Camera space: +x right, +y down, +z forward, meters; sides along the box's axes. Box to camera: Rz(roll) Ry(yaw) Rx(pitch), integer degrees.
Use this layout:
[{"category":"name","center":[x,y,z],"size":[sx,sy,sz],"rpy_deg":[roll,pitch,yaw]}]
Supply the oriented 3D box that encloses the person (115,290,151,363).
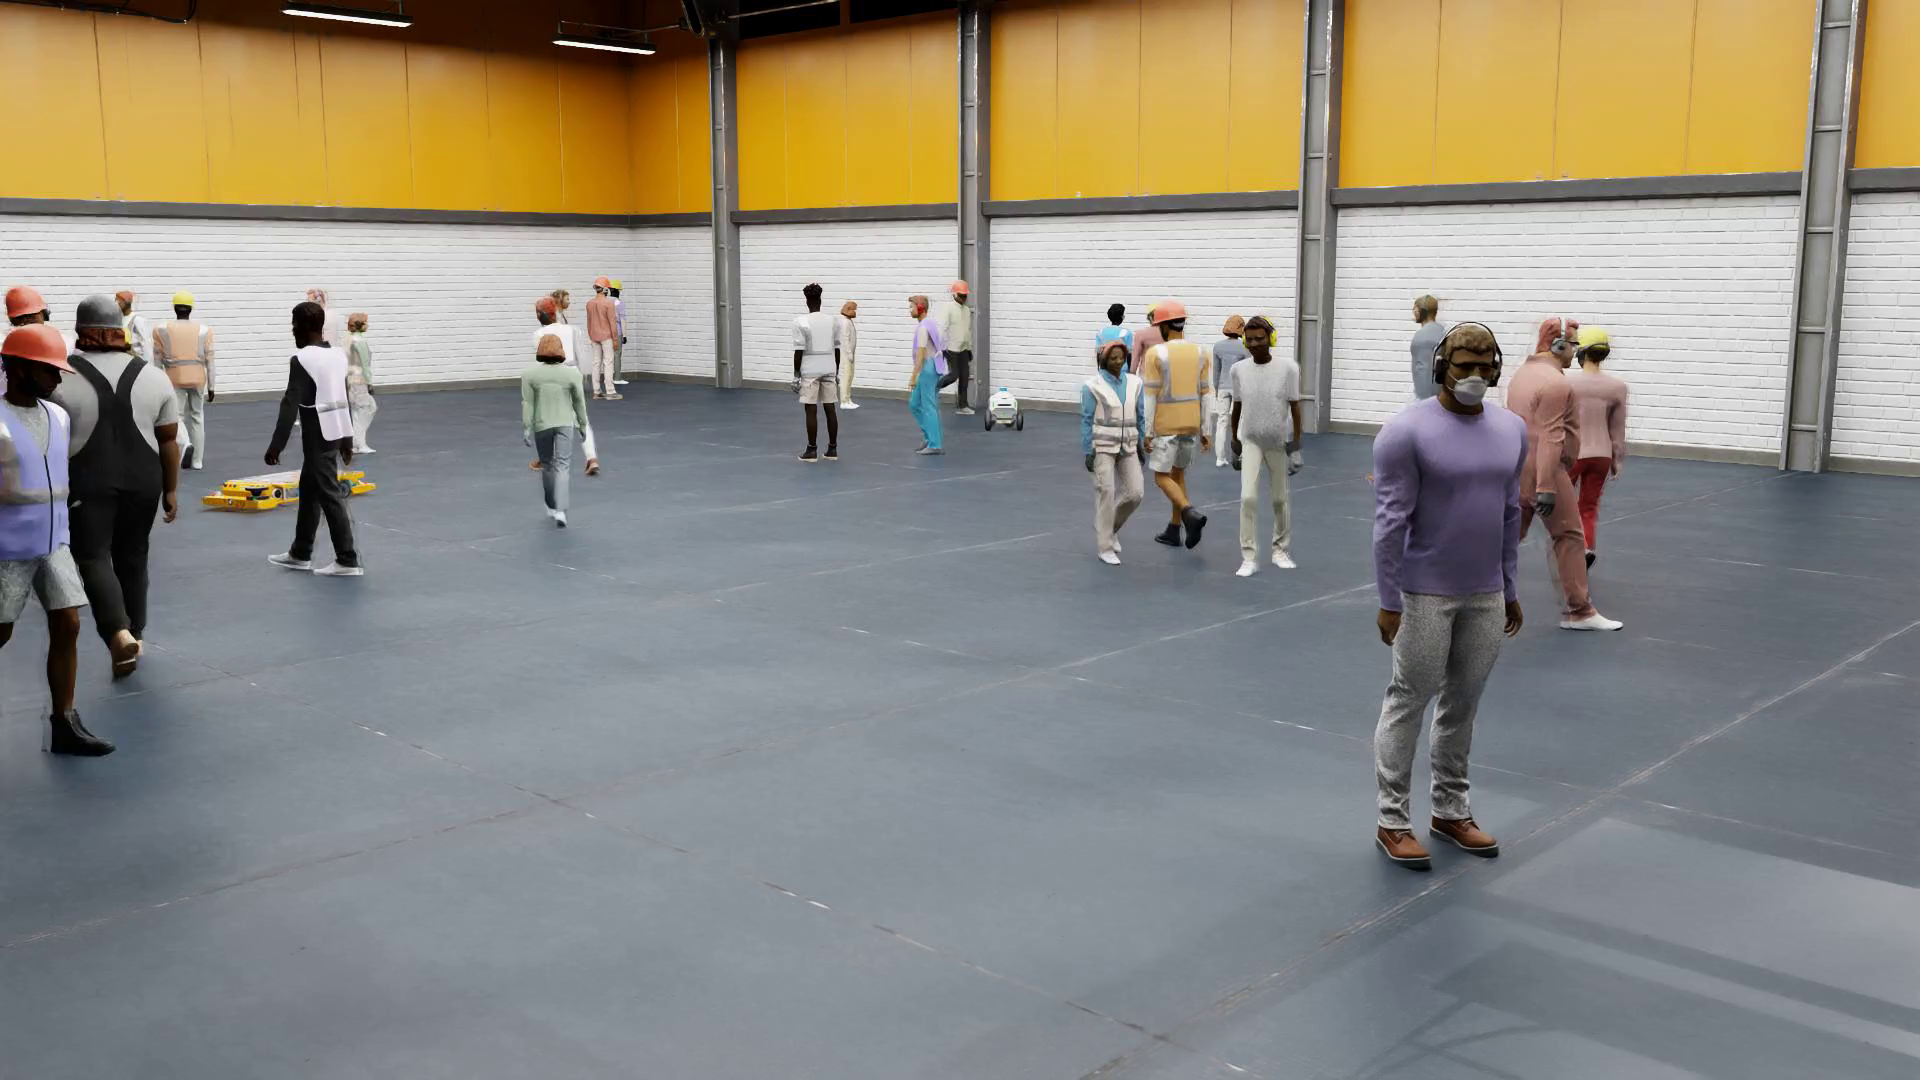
[{"category":"person","center":[-10.841,-2.379,22.017],"size":[0.568,1.850,0.929],"rpy_deg":[9,13,43]}]

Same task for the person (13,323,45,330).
[{"category":"person","center":[-11.646,-2.140,20.588],"size":[0.696,1.823,0.654],"rpy_deg":[-7,12,-37]}]

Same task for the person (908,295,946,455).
[{"category":"person","center":[-0.401,-1.872,18.958],"size":[0.485,1.823,0.604],"rpy_deg":[0,9,0]}]

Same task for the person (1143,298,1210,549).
[{"category":"person","center":[1.655,-0.856,12.481],"size":[0.554,1.907,0.734],"rpy_deg":[-4,10,-24]}]

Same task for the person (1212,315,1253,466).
[{"category":"person","center":[2.925,-1.584,17.773],"size":[0.500,1.633,0.285],"rpy_deg":[8,12,39]}]

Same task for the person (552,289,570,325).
[{"category":"person","center":[-5.613,-2.599,23.366],"size":[0.440,1.834,0.546],"rpy_deg":[-2,10,-14]}]

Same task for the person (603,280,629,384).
[{"category":"person","center":[-6.353,-3.815,30.584],"size":[0.585,1.919,0.388],"rpy_deg":[5,11,28]}]

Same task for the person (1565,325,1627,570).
[{"category":"person","center":[4.149,-0.544,11.014],"size":[0.547,1.750,0.520],"rpy_deg":[-1,9,-5]}]

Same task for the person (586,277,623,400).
[{"category":"person","center":[-5.793,-3.260,27.040],"size":[0.611,1.963,0.377],"rpy_deg":[6,11,31]}]

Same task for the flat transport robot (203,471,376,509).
[{"category":"flat transport robot","center":[-6.099,-0.481,15.176],"size":[0.652,0.197,1.431],"rpy_deg":[4,10,23]}]

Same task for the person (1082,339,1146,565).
[{"category":"person","center":[1.105,-0.635,11.979],"size":[0.529,1.622,0.396],"rpy_deg":[-5,10,-26]}]

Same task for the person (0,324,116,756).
[{"category":"person","center":[-4.171,0.000,7.289],"size":[0.893,1.894,0.549],"rpy_deg":[3,10,18]}]

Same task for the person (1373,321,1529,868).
[{"category":"person","center":[1.747,0.193,5.944],"size":[0.632,1.936,0.359],"rpy_deg":[-4,10,-22]}]

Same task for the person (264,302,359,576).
[{"category":"person","center":[-4.551,-0.681,11.463],"size":[0.803,1.892,0.604],"rpy_deg":[0,9,3]}]

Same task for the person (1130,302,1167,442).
[{"category":"person","center":[2.332,-2.026,20.193],"size":[0.575,1.724,0.604],"rpy_deg":[-2,10,-13]}]

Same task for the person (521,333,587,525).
[{"category":"person","center":[-3.385,-0.931,13.904],"size":[0.518,1.589,0.864],"rpy_deg":[-2,9,-12]}]

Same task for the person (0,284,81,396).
[{"category":"person","center":[-6.264,-0.736,11.411],"size":[0.635,2.011,0.629],"rpy_deg":[9,13,43]}]

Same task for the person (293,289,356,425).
[{"category":"person","center":[-8.612,-2.496,22.696],"size":[0.937,1.863,0.648],"rpy_deg":[-8,12,-40]}]

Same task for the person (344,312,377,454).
[{"category":"person","center":[-6.861,-1.794,19.082],"size":[0.385,1.623,0.537],"rpy_deg":[-6,11,-33]}]

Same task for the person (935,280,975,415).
[{"category":"person","center":[-0.126,-2.808,24.255],"size":[0.679,1.966,0.652],"rpy_deg":[7,11,36]}]

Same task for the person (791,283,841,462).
[{"category":"person","center":[-1.583,-1.840,18.333],"size":[0.608,1.962,0.374],"rpy_deg":[-6,11,-33]}]

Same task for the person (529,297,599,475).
[{"category":"person","center":[-4.093,-1.582,17.170],"size":[1.002,1.838,0.669],"rpy_deg":[8,12,42]}]

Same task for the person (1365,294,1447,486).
[{"category":"person","center":[4.467,-1.394,15.868],"size":[1.065,1.883,0.647],"rpy_deg":[7,12,38]}]

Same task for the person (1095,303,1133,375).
[{"category":"person","center":[1.909,-2.068,20.544],"size":[0.536,1.696,0.322],"rpy_deg":[7,12,37]}]

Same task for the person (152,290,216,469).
[{"category":"person","center":[-8.089,-1.658,17.391],"size":[0.598,1.905,0.637],"rpy_deg":[-6,11,-31]}]

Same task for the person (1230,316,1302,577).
[{"category":"person","center":[2.144,-0.655,11.621],"size":[0.538,1.807,0.698],"rpy_deg":[3,10,20]}]

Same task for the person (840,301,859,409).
[{"category":"person","center":[-1.688,-2.813,25.333],"size":[0.274,1.630,0.501],"rpy_deg":[1,9,8]}]

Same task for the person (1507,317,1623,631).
[{"category":"person","center":[3.350,-0.378,9.733],"size":[1.011,1.854,0.648],"rpy_deg":[-1,9,-3]}]

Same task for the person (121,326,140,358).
[{"category":"person","center":[-6.359,-0.791,12.676],"size":[0.874,1.705,0.484],"rpy_deg":[8,12,41]}]

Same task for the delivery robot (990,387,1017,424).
[{"category":"delivery robot","center":[0.574,-1.783,22.001],"size":[0.477,0.478,0.707],"rpy_deg":[0,9,-1]}]

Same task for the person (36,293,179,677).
[{"category":"person","center":[-4.492,-0.322,8.786],"size":[0.685,2.000,0.918],"rpy_deg":[-9,13,-43]}]
